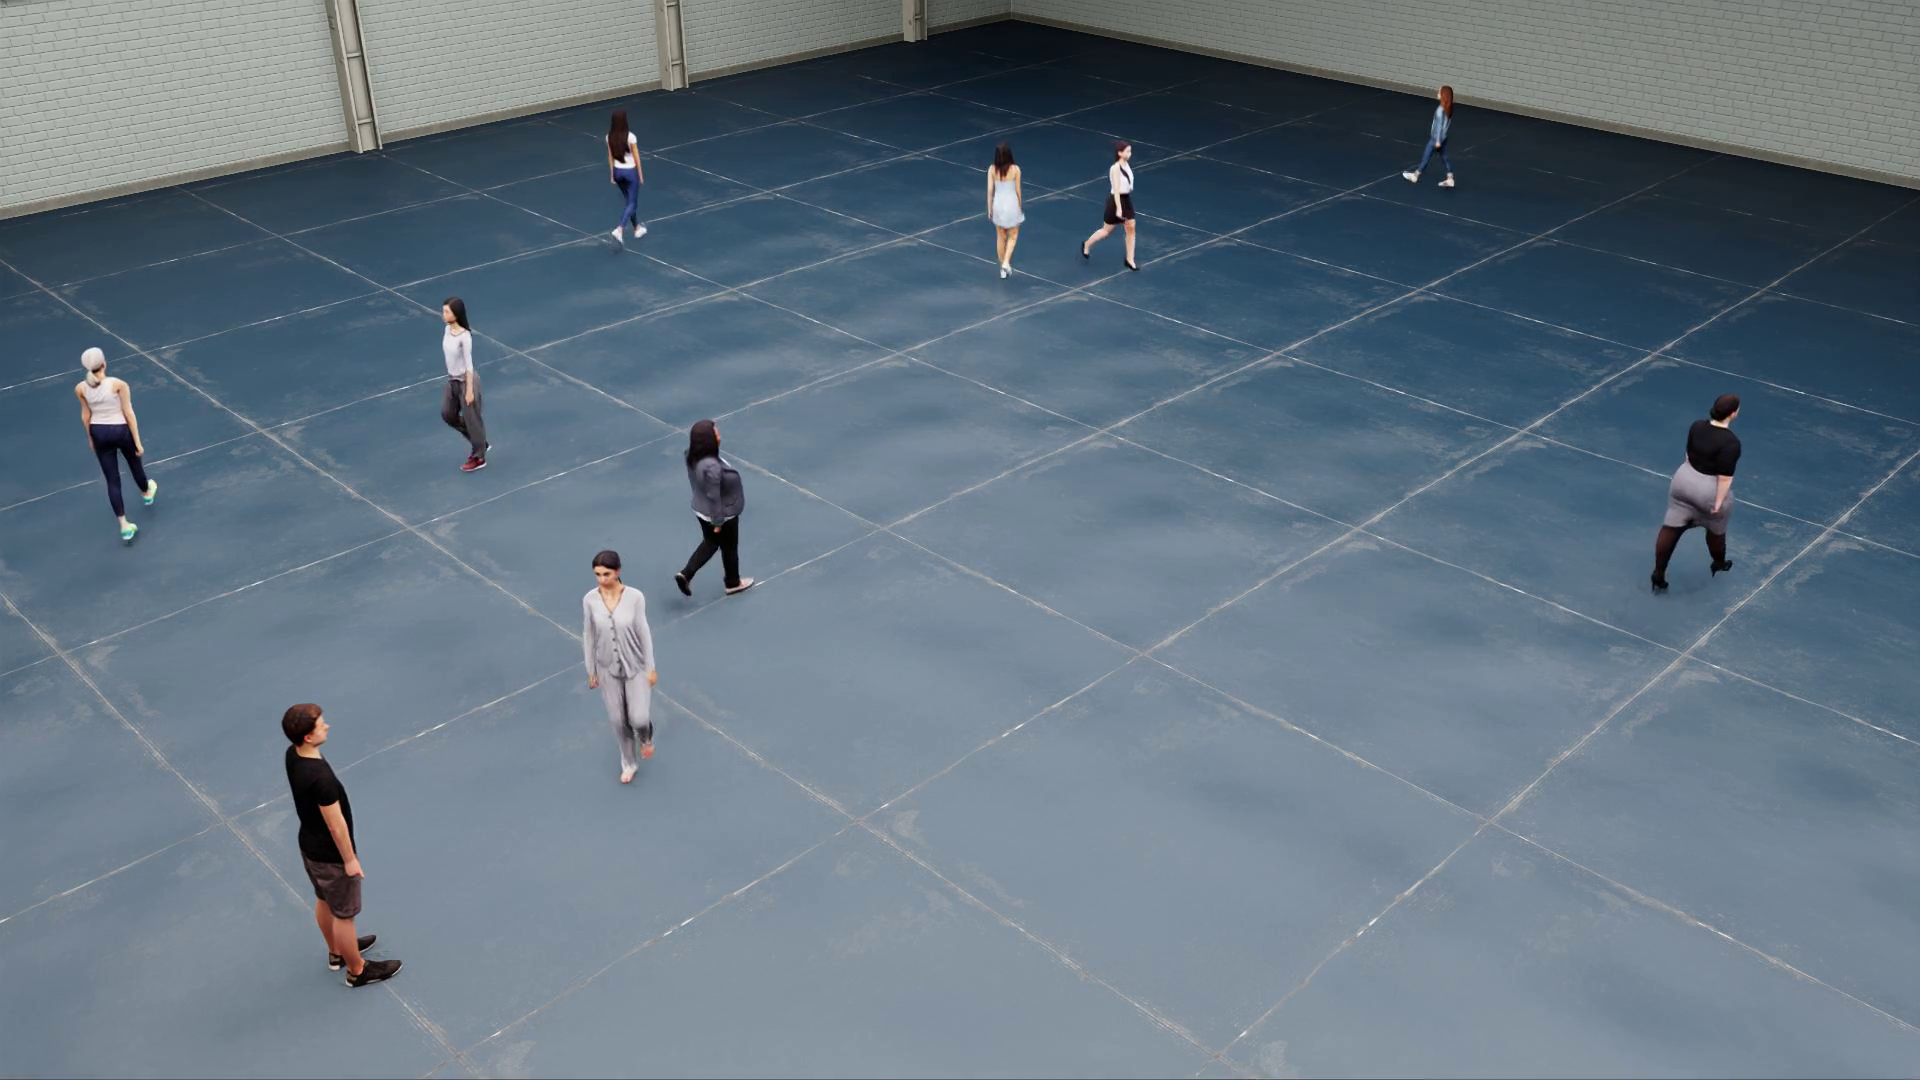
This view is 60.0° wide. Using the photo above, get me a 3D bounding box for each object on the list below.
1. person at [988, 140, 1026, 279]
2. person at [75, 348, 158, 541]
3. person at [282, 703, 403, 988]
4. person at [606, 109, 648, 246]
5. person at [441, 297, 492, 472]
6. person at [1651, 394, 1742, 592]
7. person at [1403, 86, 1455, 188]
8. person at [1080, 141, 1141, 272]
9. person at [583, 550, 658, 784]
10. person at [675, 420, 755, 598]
[{"bbox_3d":[0.542,-4.027,20.430,0.787,1.723,0.855,5,29,10],"label":"person"},{"bbox_3d":[-7.372,-0.804,14.453,1.192,1.653,1.112,-6,29,-11],"label":"person"},{"bbox_3d":[-3.616,1.726,9.480,0.604,1.861,0.685,-22,35,-35],"label":"person"},{"bbox_3d":[-4.388,-4.696,21.662,0.897,1.746,1.163,10,30,18],"label":"person"},{"bbox_3d":[-4.586,-1.485,15.652,0.617,1.728,0.617,-23,36,-37],"label":"person"},{"bbox_3d":[5.948,-0.342,13.517,1.142,1.717,0.856,-15,32,-26],"label":"person"},{"bbox_3d":[7.004,-5.801,24.059,0.782,1.444,0.988,17,33,29],"label":"person"},{"bbox_3d":[1.904,-4.155,20.785,0.784,1.616,1.046,16,32,28],"label":"person"},{"bbox_3d":[-2.270,0.820,11.289,0.798,1.760,0.859,1,28,1],"label":"person"},{"bbox_3d":[-2.046,-0.225,13.441,0.933,1.581,0.741,-18,33,-30],"label":"person"}]
